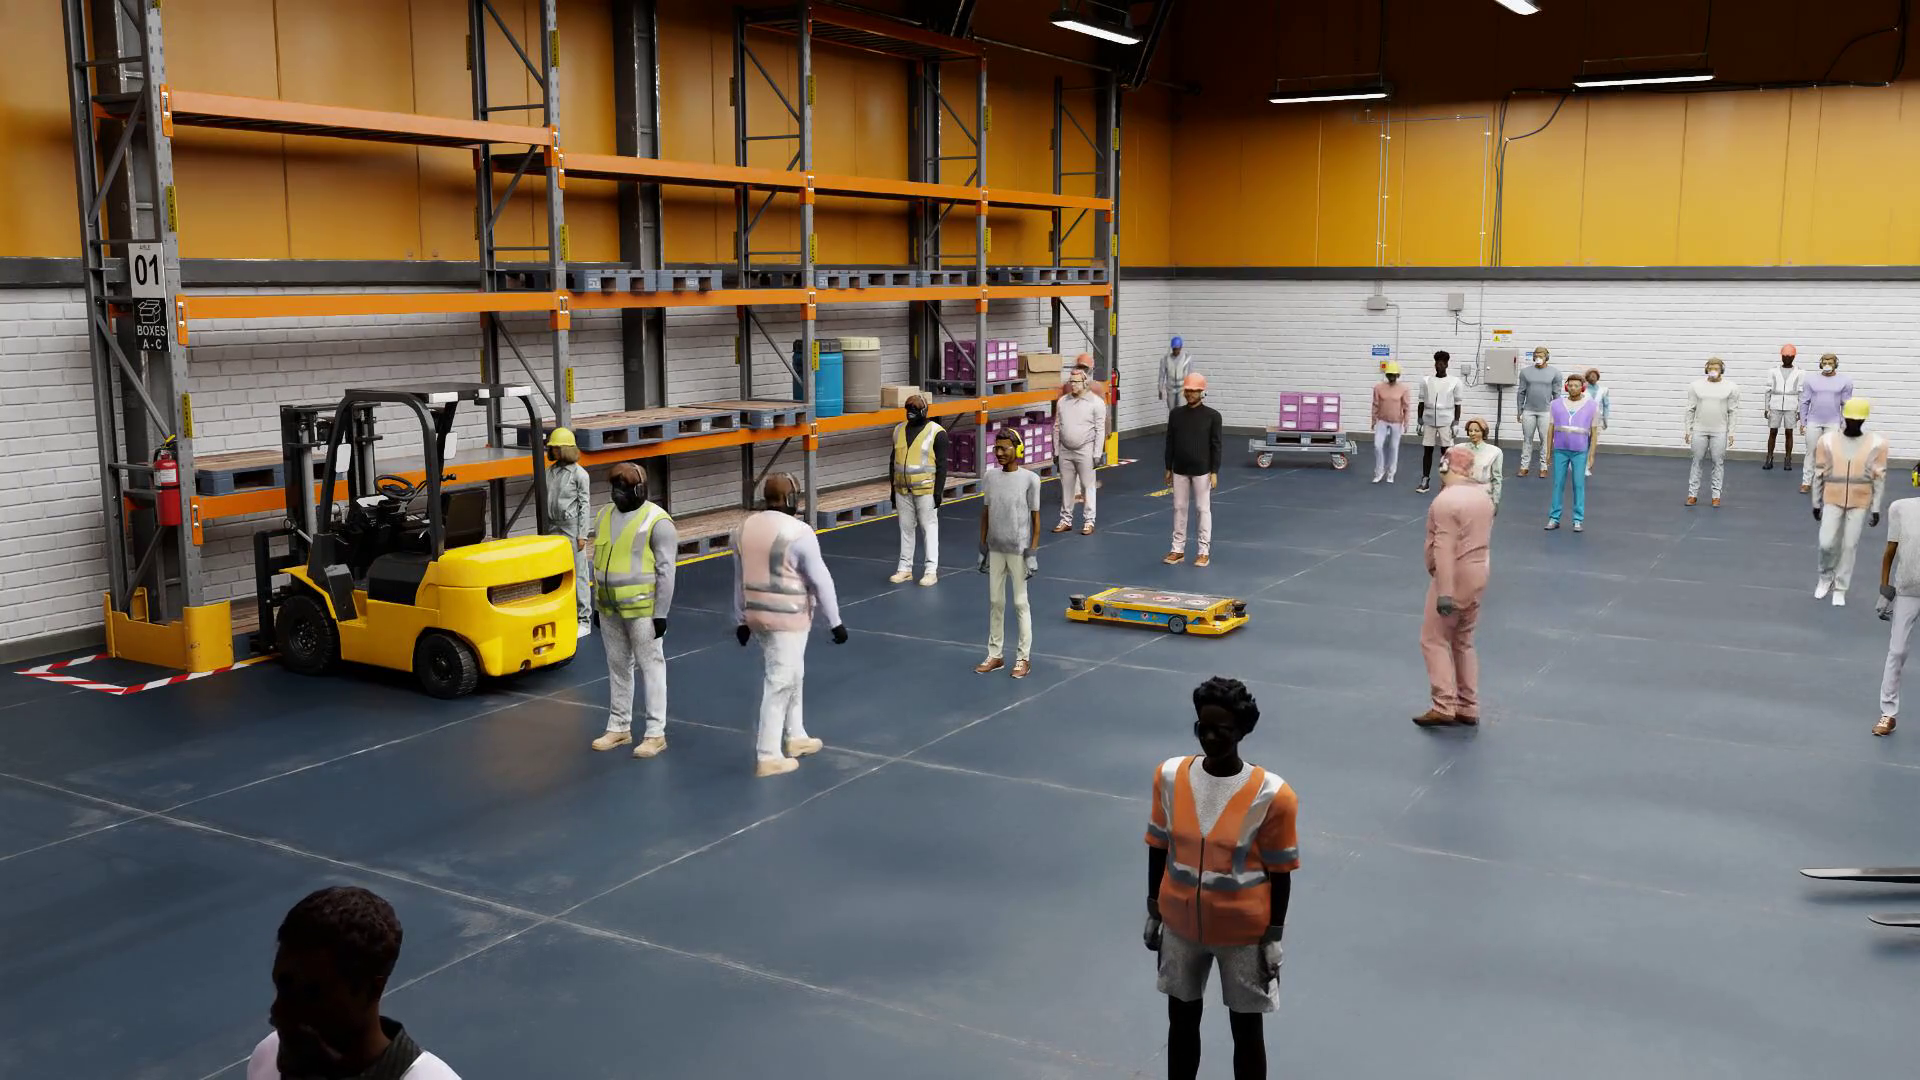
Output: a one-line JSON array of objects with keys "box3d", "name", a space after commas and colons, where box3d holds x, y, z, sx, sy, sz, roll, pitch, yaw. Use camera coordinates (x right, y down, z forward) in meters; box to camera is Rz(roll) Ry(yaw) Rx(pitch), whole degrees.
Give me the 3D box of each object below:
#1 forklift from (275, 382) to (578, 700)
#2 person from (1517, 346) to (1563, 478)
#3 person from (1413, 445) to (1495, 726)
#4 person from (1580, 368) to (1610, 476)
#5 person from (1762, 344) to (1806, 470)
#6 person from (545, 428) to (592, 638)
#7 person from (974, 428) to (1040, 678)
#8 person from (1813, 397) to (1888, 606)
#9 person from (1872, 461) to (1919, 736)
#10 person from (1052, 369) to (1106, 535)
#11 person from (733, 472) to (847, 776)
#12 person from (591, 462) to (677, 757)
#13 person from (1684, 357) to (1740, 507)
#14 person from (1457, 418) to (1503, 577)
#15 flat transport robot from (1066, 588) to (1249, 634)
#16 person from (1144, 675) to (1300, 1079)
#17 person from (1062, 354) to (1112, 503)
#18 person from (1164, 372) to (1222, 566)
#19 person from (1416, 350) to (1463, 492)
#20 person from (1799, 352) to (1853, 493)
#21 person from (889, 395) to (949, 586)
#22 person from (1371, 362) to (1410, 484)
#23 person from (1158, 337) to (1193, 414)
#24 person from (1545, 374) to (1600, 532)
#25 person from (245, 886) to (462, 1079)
[{"box3d": [-3.974, -0.067, 12.417, 2.313, 2.155, 1.214, 5, 11, 30], "name": "forklift"}, {"box3d": [8.537, -1.885, 24.564, 0.631, 1.940, 0.372, 5, 10, 30], "name": "person"}, {"box3d": [3.325, 0.305, 11.125, 0.690, 1.864, 0.459, -9, 12, -43], "name": "person"}, {"box3d": [9.352, -1.744, 24.674, 0.509, 1.620, 0.443, 0, 9, 1], "name": "person"}, {"box3d": [12.622, -2.034, 25.483, 0.545, 1.942, 0.350, 5, 10, 30], "name": "person"}, {"box3d": [-3.274, -0.061, 13.776, 0.487, 1.746, 0.287, 5, 10, 30], "name": "person"}, {"box3d": [0.355, 0.092, 12.433, 0.513, 1.872, 0.328, 5, 10, 30], "name": "person"}, {"box3d": [8.022, -0.344, 15.033, 0.582, 1.909, 0.409, 5, 10, 29], "name": "person"}, {"box3d": [6.211, 0.365, 10.731, 0.513, 1.872, 0.328, 5, 10, 30], "name": "person"}, {"box3d": [1.353, -1.014, 19.223, 0.642, 1.909, 0.409, 5, 10, 30], "name": "person"}, {"box3d": [-1.001, 0.497, 10.110, 0.768, 1.811, 0.643, -8, 12, -42], "name": "person"}, {"box3d": [-2.065, 0.430, 10.411, 0.626, 1.846, 0.429, 5, 10, 30], "name": "person"}, {"box3d": [9.686, -1.390, 21.471, 0.631, 1.940, 0.372, 5, 10, 30], "name": "person"}, {"box3d": [4.931, -0.361, 15.976, 0.514, 1.641, 0.308, 5, 10, 30], "name": "person"}, {"box3d": [1.693, 0.593, 14.281, 1.431, 0.197, 0.652, 5, 11, 30], "name": "flat transport robot"}, {"box3d": [0.851, 1.283, 5.532, 0.535, 1.700, 0.318, 5, 10, 30], "name": "person"}, {"box3d": [1.701, -1.496, 22.112, 0.620, 1.938, 1.036, 7, 11, 35], "name": "person"}, {"box3d": [2.393, -0.728, 17.157, 0.612, 1.997, 0.375, 5, 10, 30], "name": "person"}, {"box3d": [6.553, -1.615, 22.786, 0.606, 1.966, 0.367, 5, 10, 30], "name": "person"}, {"box3d": [11.786, -1.584, 22.683, 0.631, 1.940, 0.372, 5, 10, 30], "name": "person"}, {"box3d": [-0.423, -0.482, 16.108, 0.626, 1.844, 0.429, 5, 10, 30], "name": "person"}, {"box3d": [6.140, -1.668, 23.780, 0.550, 1.743, 0.647, 4, 10, 23], "name": "person"}, {"box3d": [3.894, -2.717, 29.987, 0.636, 1.888, 0.850, 3, 10, 17], "name": "person"}, {"box3d": [7.149, -1.022, 19.448, 0.566, 1.850, 0.389, 5, 10, 30], "name": "person"}, {"box3d": [-1.102, 1.561, 3.109, 0.592, 1.922, 0.392, 5, 10, 30], "name": "person"}]
